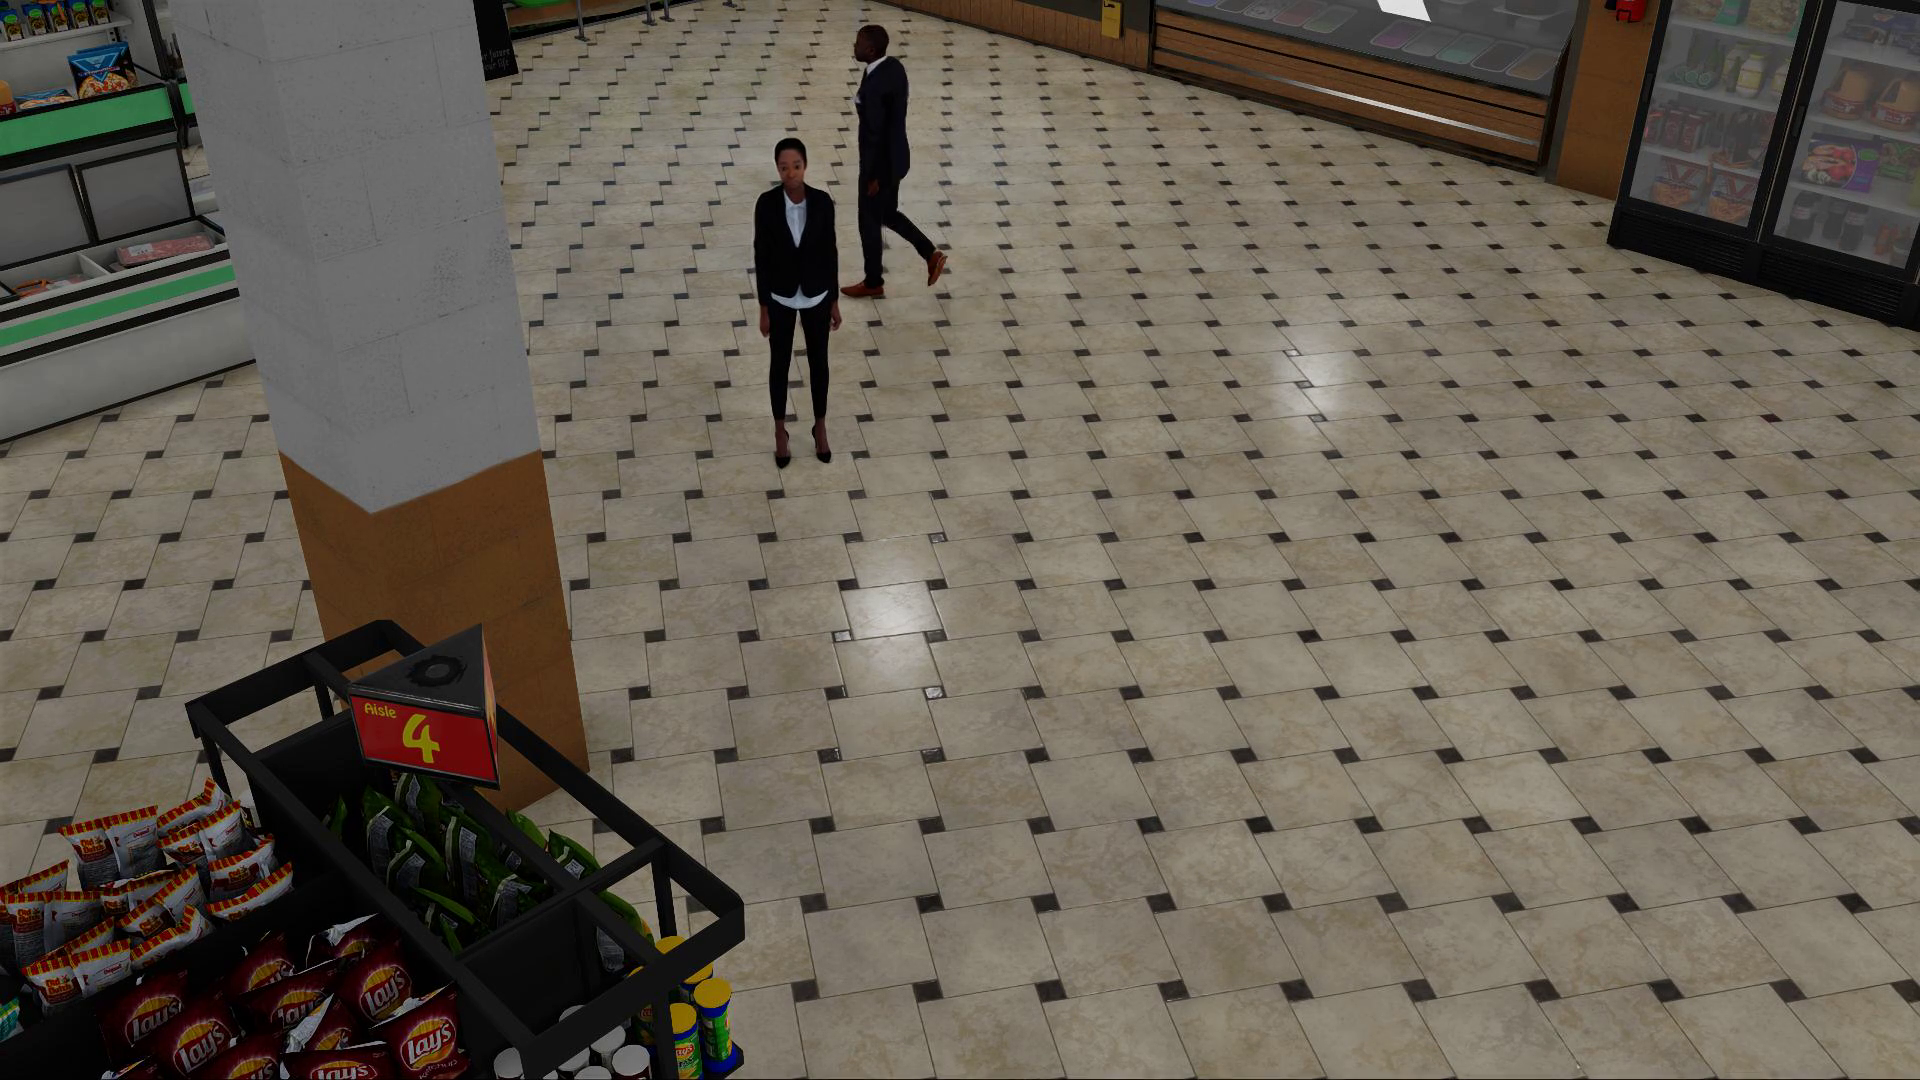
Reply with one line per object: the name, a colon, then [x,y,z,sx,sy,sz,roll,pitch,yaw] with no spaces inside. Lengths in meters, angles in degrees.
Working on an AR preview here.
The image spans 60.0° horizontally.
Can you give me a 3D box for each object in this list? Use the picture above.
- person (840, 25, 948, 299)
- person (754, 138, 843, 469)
person: [-0.425,-2.414,10.762,1.014,1.803,1.021,9,33,13]
person: [-0.858,-1.241,8.848,0.639,1.834,0.732,-5,32,-8]
